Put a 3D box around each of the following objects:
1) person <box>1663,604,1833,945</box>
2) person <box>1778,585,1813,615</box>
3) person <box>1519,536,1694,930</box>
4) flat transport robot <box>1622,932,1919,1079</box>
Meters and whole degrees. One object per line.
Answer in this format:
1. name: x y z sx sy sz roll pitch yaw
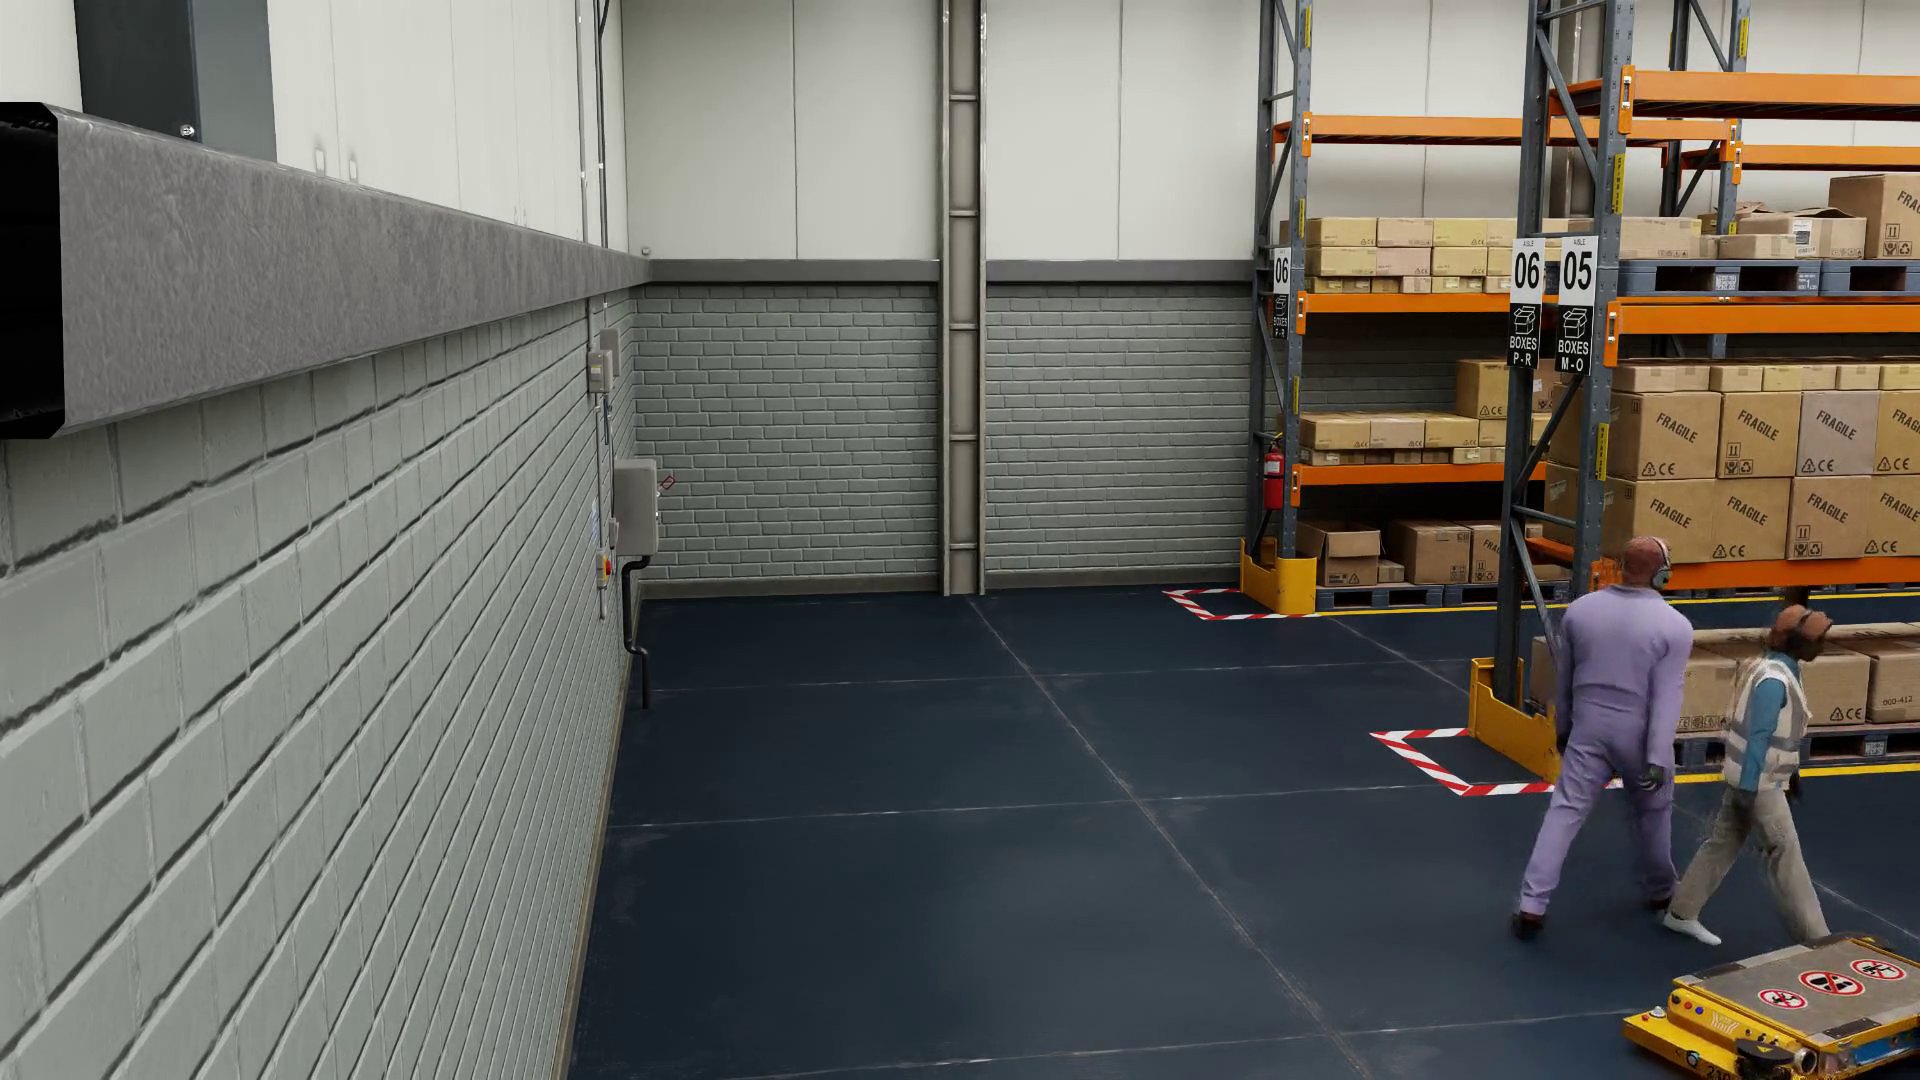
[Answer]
1. person: 3.554 1.062 7.311 0.815 1.589 0.540 5 10 26
2. person: 6.505 -0.015 12.686 0.936 2.007 0.611 -3 10 -18
3. person: 3.018 0.893 7.663 1.117 1.836 0.649 -8 12 -41
4. flat transport robot: 3.371 1.849 6.533 1.431 0.197 0.652 -5 10 -27
